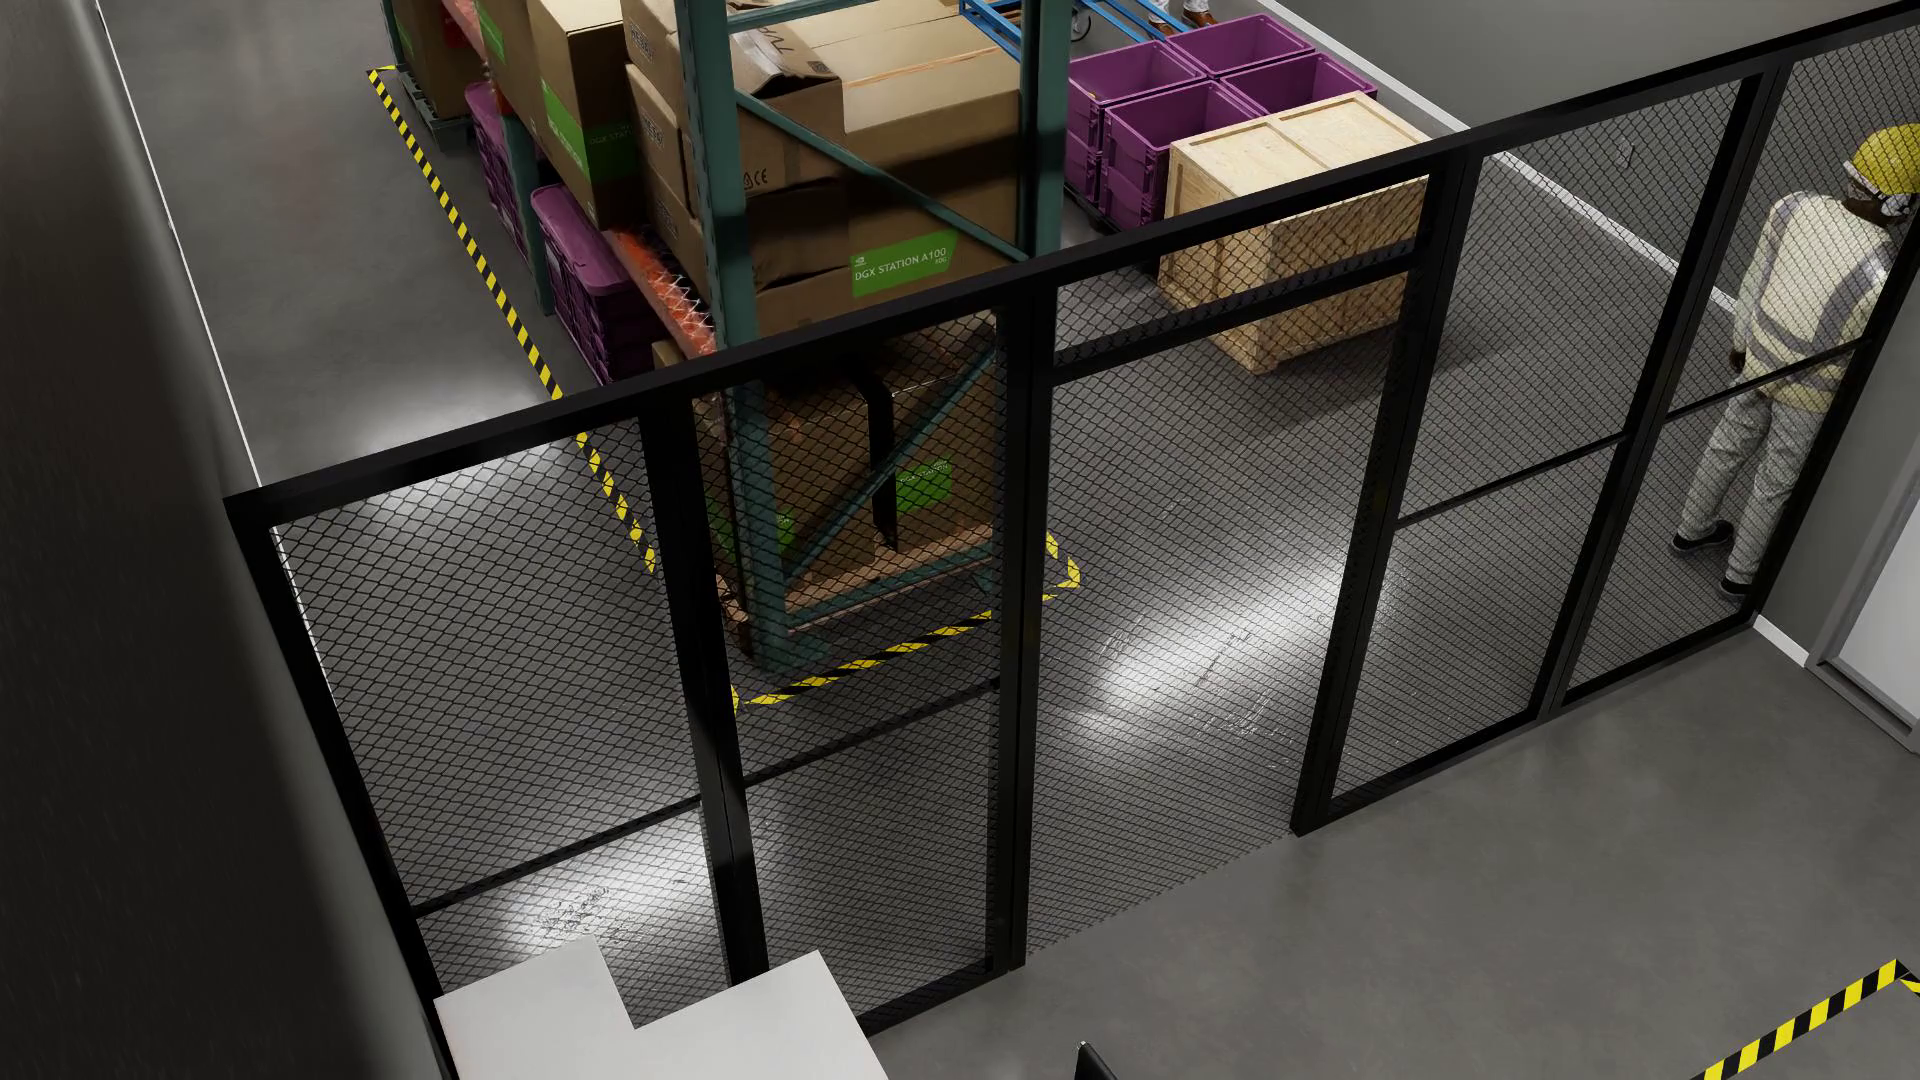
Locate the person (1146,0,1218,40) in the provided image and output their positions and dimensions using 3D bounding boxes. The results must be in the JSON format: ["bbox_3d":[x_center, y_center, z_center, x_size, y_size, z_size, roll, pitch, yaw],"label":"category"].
[{"bbox_3d":[1.284,-3.621,8.907,0.635,1.937,0.352,-22,47,-22],"label":"person"}]

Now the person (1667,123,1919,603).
[{"bbox_3d":[2.870,-0.575,5.652,0.404,1.830,0.601,-14,44,-15],"label":"person"}]
